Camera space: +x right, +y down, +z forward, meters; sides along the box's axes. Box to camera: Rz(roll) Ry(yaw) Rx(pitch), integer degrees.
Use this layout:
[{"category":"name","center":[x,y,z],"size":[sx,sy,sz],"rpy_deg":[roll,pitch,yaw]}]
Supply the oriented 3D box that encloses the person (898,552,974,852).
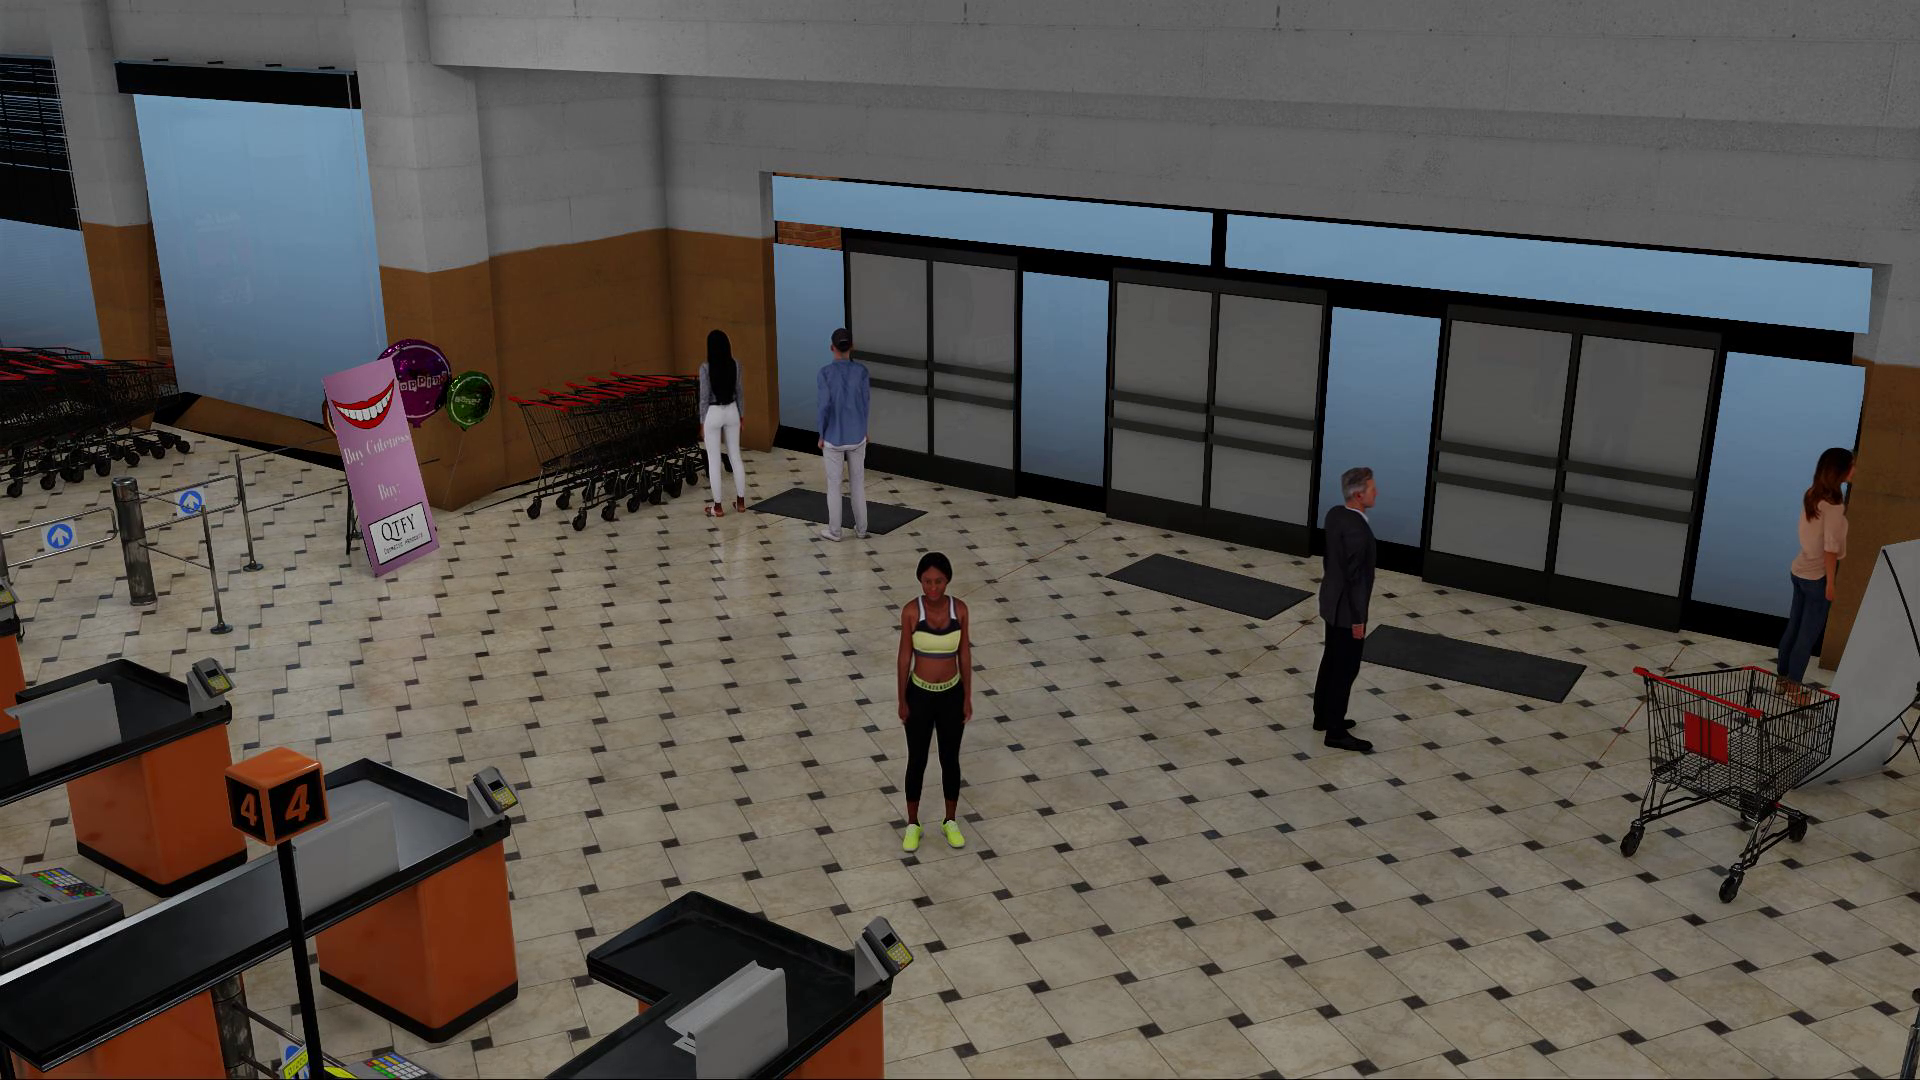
[{"category":"person","center":[-0.140,0.893,9.302],"size":[0.641,1.754,0.695],"rpy_deg":[-3,19,-8]}]

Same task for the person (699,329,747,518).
[{"category":"person","center":[-2.181,-1.078,15.195],"size":[0.577,1.724,0.728],"rpy_deg":[-12,22,-31]}]

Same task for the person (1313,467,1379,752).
[{"category":"person","center":[2.469,0.410,10.602],"size":[0.866,1.839,0.771],"rpy_deg":[-1,19,-3]}]

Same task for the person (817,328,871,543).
[{"category":"person","center":[-1.009,-0.914,14.451],"size":[0.690,1.889,0.802],"rpy_deg":[-8,20,-23]}]

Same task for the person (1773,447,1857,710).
[{"category":"person","center":[5.736,0.241,11.177],"size":[0.730,1.792,0.618],"rpy_deg":[2,19,6]}]
